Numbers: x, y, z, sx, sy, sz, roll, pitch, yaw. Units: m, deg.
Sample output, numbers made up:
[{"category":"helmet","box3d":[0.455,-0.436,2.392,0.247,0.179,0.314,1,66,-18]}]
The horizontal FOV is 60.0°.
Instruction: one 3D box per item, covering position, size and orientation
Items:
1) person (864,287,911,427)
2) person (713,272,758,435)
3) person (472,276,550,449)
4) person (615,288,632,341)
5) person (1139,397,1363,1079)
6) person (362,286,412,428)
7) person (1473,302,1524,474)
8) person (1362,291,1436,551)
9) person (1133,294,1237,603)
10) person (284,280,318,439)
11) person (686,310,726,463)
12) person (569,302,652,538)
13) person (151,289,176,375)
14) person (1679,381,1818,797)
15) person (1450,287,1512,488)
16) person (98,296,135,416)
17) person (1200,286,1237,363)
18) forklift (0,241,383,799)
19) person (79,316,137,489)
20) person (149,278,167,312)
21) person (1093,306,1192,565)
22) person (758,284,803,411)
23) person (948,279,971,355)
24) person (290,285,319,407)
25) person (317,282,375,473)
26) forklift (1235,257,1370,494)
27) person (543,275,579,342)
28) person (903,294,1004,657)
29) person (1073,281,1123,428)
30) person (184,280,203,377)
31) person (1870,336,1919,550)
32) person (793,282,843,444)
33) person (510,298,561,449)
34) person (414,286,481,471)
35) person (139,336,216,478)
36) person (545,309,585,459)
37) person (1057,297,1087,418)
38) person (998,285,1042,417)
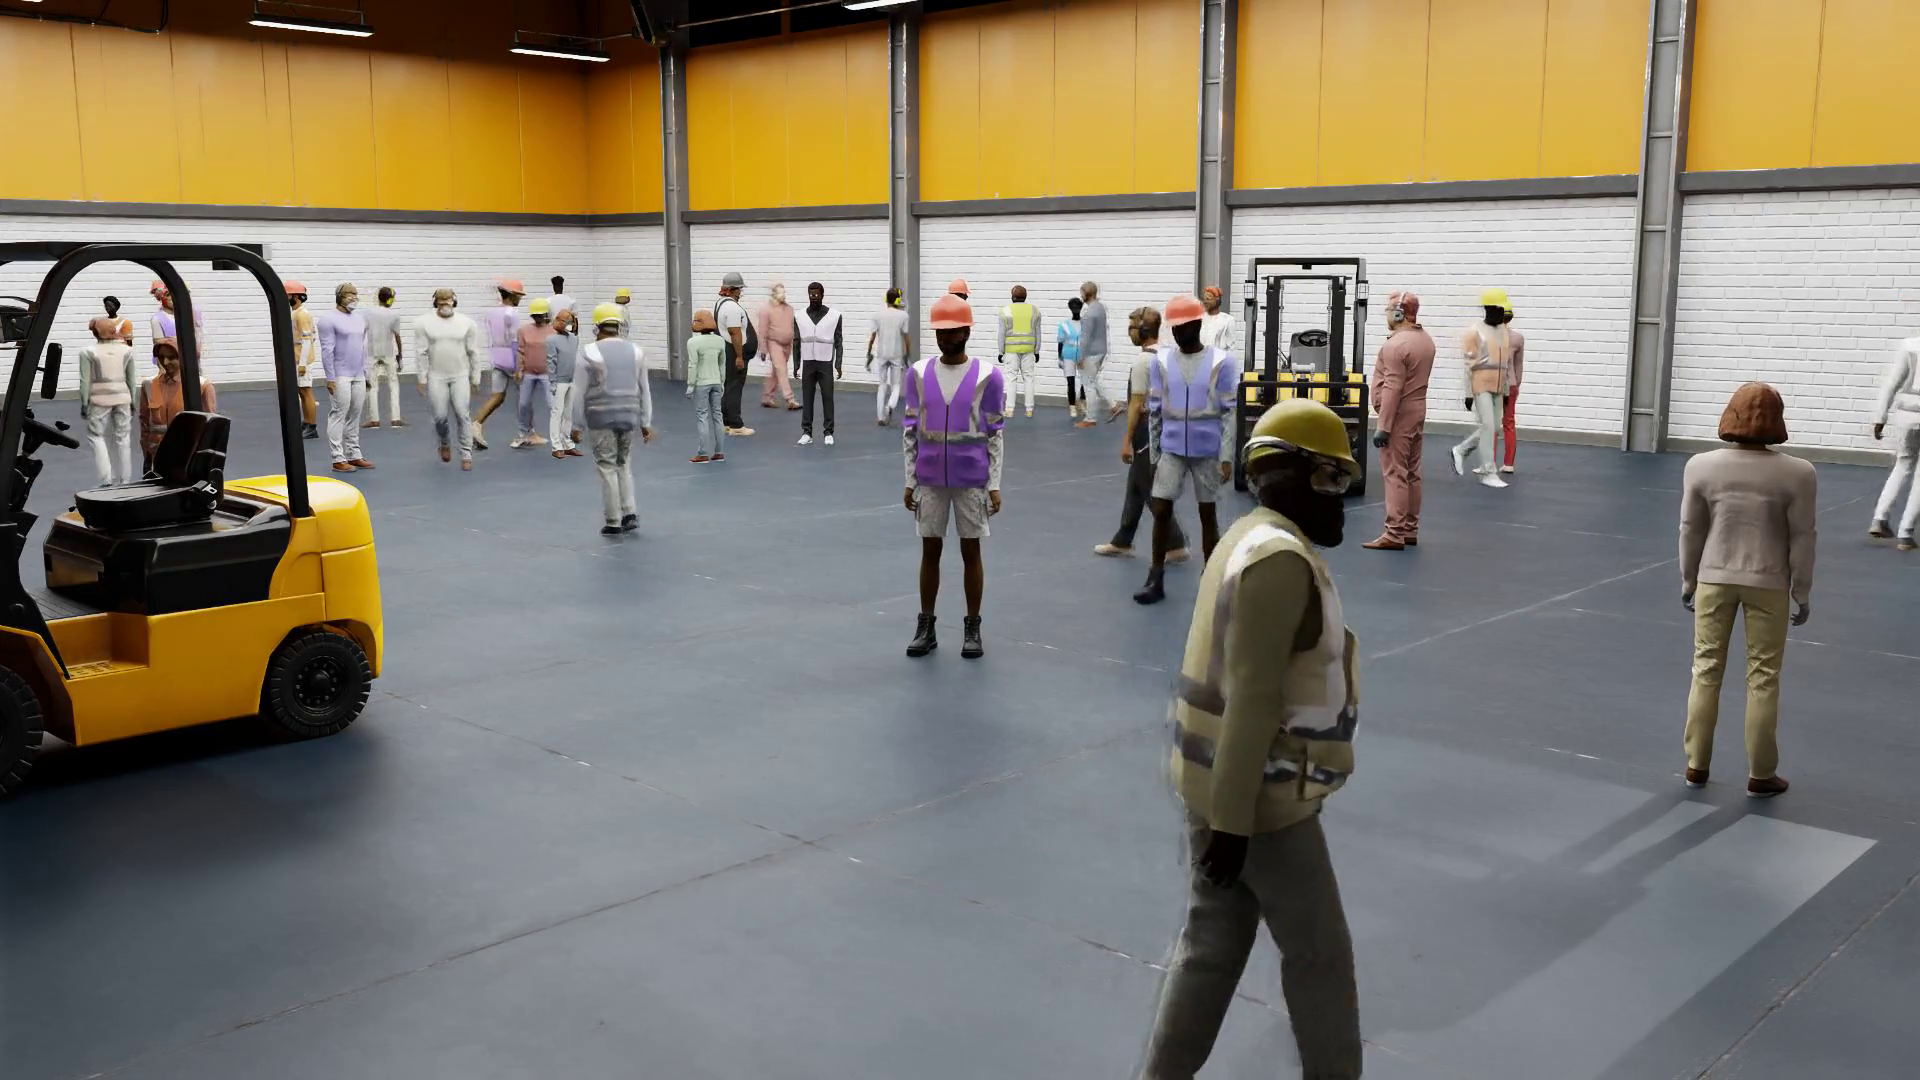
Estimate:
[{"category":"person","box3d":[-0.958,-2.374,21.706,0.645,1.847,0.527,1,9,8]},{"category":"person","box3d":[-2.797,-2.334,20.825,0.538,2.000,0.689,-4,10,-24]},{"category":"person","box3d":[-5.280,-2.039,19.200,0.612,1.997,1.000,8,12,41]},{"category":"person","box3d":[-5.890,-3.551,29.198,0.295,1.744,0.484,-1,9,-9]},{"category":"person","box3d":[0.757,0.574,3.811,0.767,1.772,0.659,0,9,-2]},{"category":"person","box3d":[-7.553,-2.369,21.673,0.644,1.842,0.342,-2,9,-10]},{"category":"person","box3d":[5.426,-1.539,16.790,0.534,1.767,0.314,-3,10,-19]},{"category":"person","box3d":[3.236,-0.879,12.301,0.410,1.912,0.643,7,12,36]},{"category":"person","box3d":[1.388,-0.539,10.253,0.611,1.917,0.553,3,10,20]},{"category":"person","box3d":[-8.066,-2.196,20.286,0.361,1.939,0.543,-5,11,-30]},{"category":"person","box3d":[-2.716,-1.639,17.803,0.279,1.632,0.507,8,12,40]},{"category":"person","box3d":[-2.713,-0.921,12.855,0.609,1.812,0.477,-8,13,-42]},{"category":"person","box3d":[-9.405,-2.074,19.822,0.372,1.843,0.570,1,9,5]},{"category":"person","box3d":[3.093,0.194,6.562,0.500,1.636,0.280,7,12,38]},{"category":"person","box3d":[5.023,-1.475,15.975,0.591,1.906,0.733,-6,11,-31]},{"category":"person","box3d":[-11.840,-2.569,23.309,0.540,1.698,0.316,1,9,8]},{"category":"person","box3d":[2.797,-1.870,18.472,0.361,1.880,0.574,-9,13,-43]},{"category":"forklift","box3d":[-3.706,-0.171,7.093,1.214,2.155,2.313,9,13,43]},{"category":"person","box3d":[-7.964,-1.275,15.573,0.339,1.638,0.534,8,12,40]},{"category":"person","box3d":[-11.072,-2.715,23.449,0.510,1.946,0.663,-9,13,-44]},{"category":"person","box3d":[1.309,-0.731,11.691,0.795,1.818,0.529,5,11,29]},{"category":"person","box3d":[-2.641,-2.833,24.462,0.995,1.861,0.652,7,12,39]},{"category":"person","box3d":[-0.032,-2.385,21.445,0.361,1.940,0.543,-3,10,-17]},{"category":"person","box3d":[-9.944,-2.933,25.106,0.429,1.843,0.633,-6,11,-32]},{"category":"person","box3d":[-6.280,-1.664,17.044,0.371,1.934,0.627,3,10,18]},{"category":"forklift","box3d":[3.309,-1.629,16.029,1.214,2.155,2.313,2,9,11]},{"category":"person","box3d":[-6.707,-3.458,27.955,0.600,1.961,0.372,-3,10,-20]},{"category":"person","box3d":[-0.043,-0.333,8.866,0.542,1.939,0.369,2,9,11]},{"category":"person","box3d":[1.775,-2.395,21.597,0.519,1.921,0.632,3,10,18]},{"category":"person","box3d":[-11.107,-2.777,23.921,0.585,1.917,0.381,8,12,40]},{"category":"person","box3d":[7.134,-0.841,12.257,0.682,1.849,0.419,9,13,44]},{"category":"person","box3d":[-1.681,-2.085,19.671,0.596,1.916,0.372,1,9,6]},{"category":"person","box3d":[-4.833,-1.883,18.985,0.733,1.739,0.525,0,9,0]},{"category":"person","box3d":[-5.268,-1.662,17.154,0.652,1.897,0.557,-3,10,-18]},{"category":"person","box3d":[-5.108,-0.515,10.903,0.513,1.638,0.309,0,9,3]},{"category":"person","box3d":[-4.327,-1.710,18.240,0.279,1.633,0.498,5,10,26]},{"category":"person","box3d":[1.610,-2.528,23.097,0.545,1.682,0.352,0,9,-2]},{"category":"person","box3d":[0.825,-2.636,23.275,0.633,1.846,0.429,-2,9,-13]}]
